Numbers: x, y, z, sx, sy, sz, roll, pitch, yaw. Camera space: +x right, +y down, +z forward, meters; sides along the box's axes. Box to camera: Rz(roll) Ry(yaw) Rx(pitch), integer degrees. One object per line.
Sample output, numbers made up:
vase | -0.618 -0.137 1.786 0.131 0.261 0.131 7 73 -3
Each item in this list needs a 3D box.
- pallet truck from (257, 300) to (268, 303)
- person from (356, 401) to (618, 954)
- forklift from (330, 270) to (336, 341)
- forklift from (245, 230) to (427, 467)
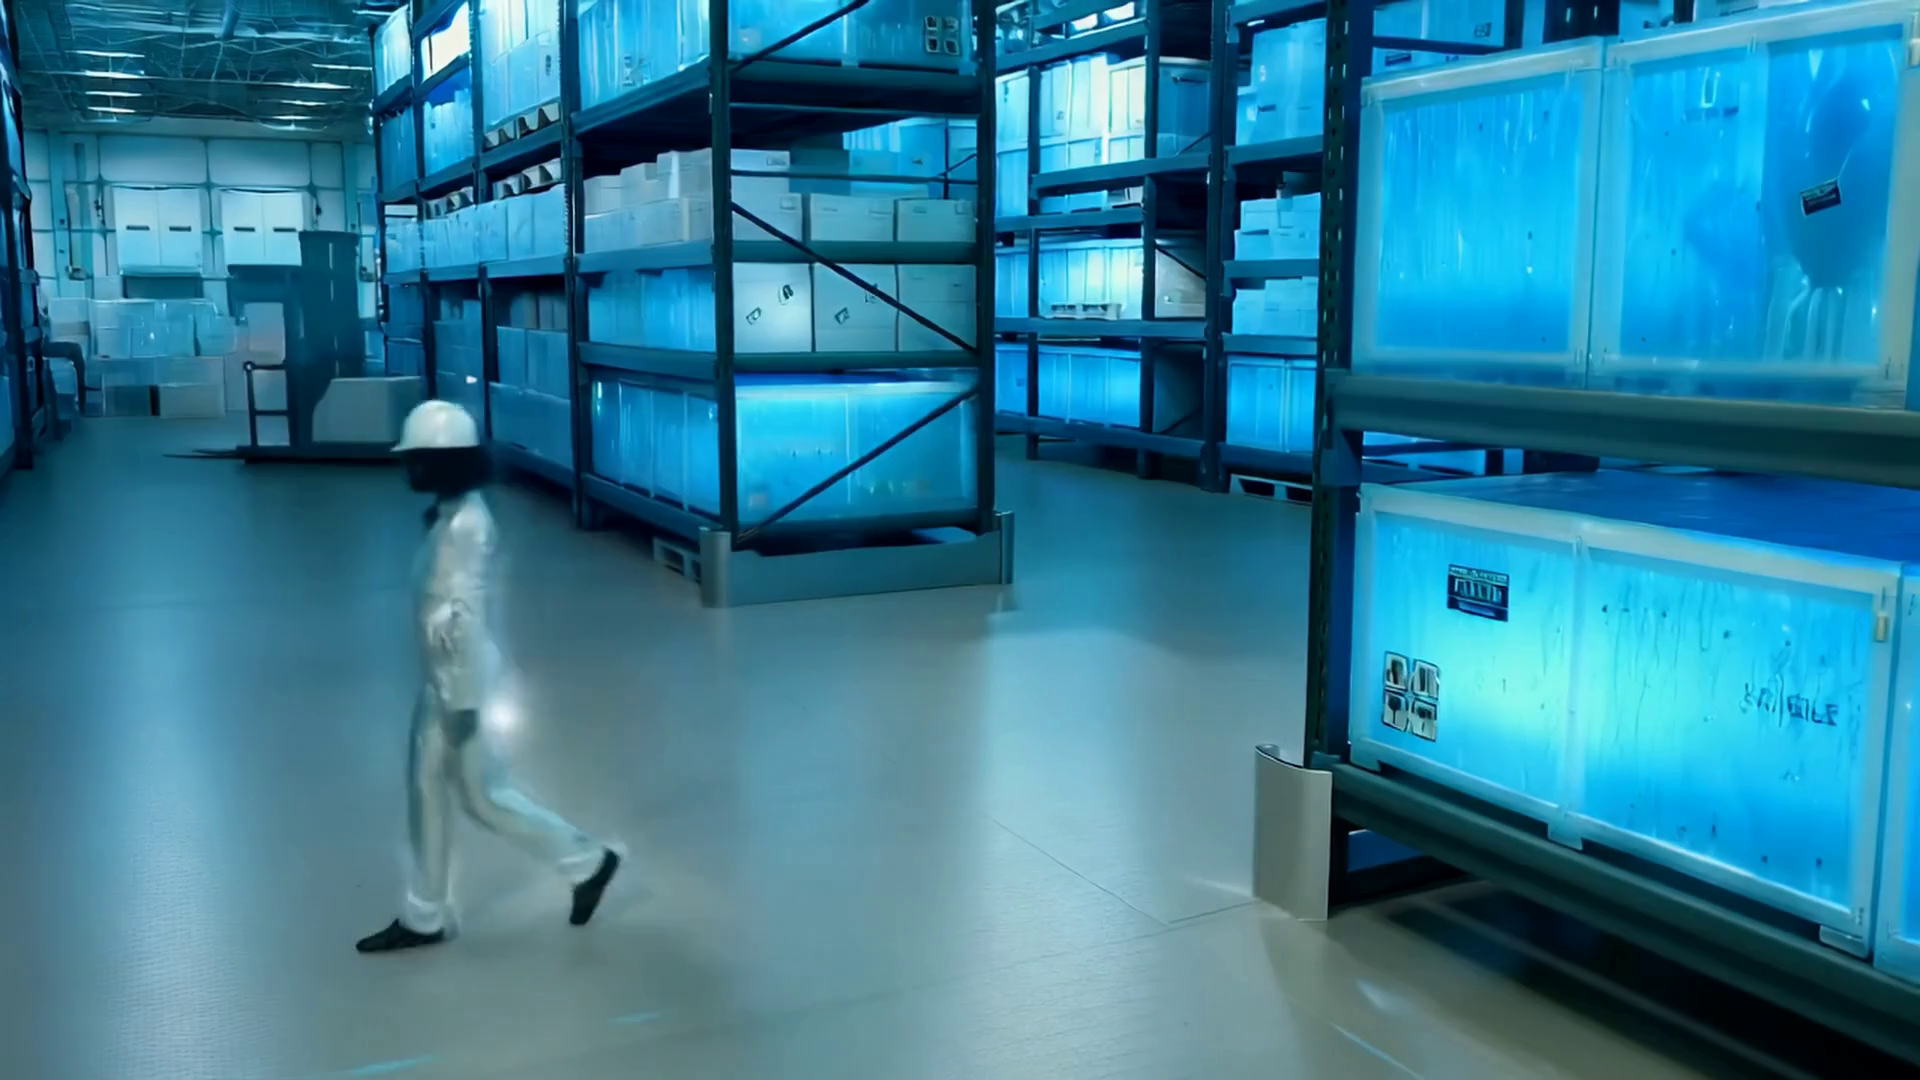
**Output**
pallet truck | -23.913 -7.404 58.171 1.885 1.965 0.823 -1 8 -9
person | -1.491 0.421 5.164 0.732 1.716 0.493 -4 9 -27
forklift | -17.965 -6.238 47.102 1.129 2.768 1.873 -5 10 -32
forklift | -7.542 -2.322 20.098 1.873 2.768 1.129 1 8 4
